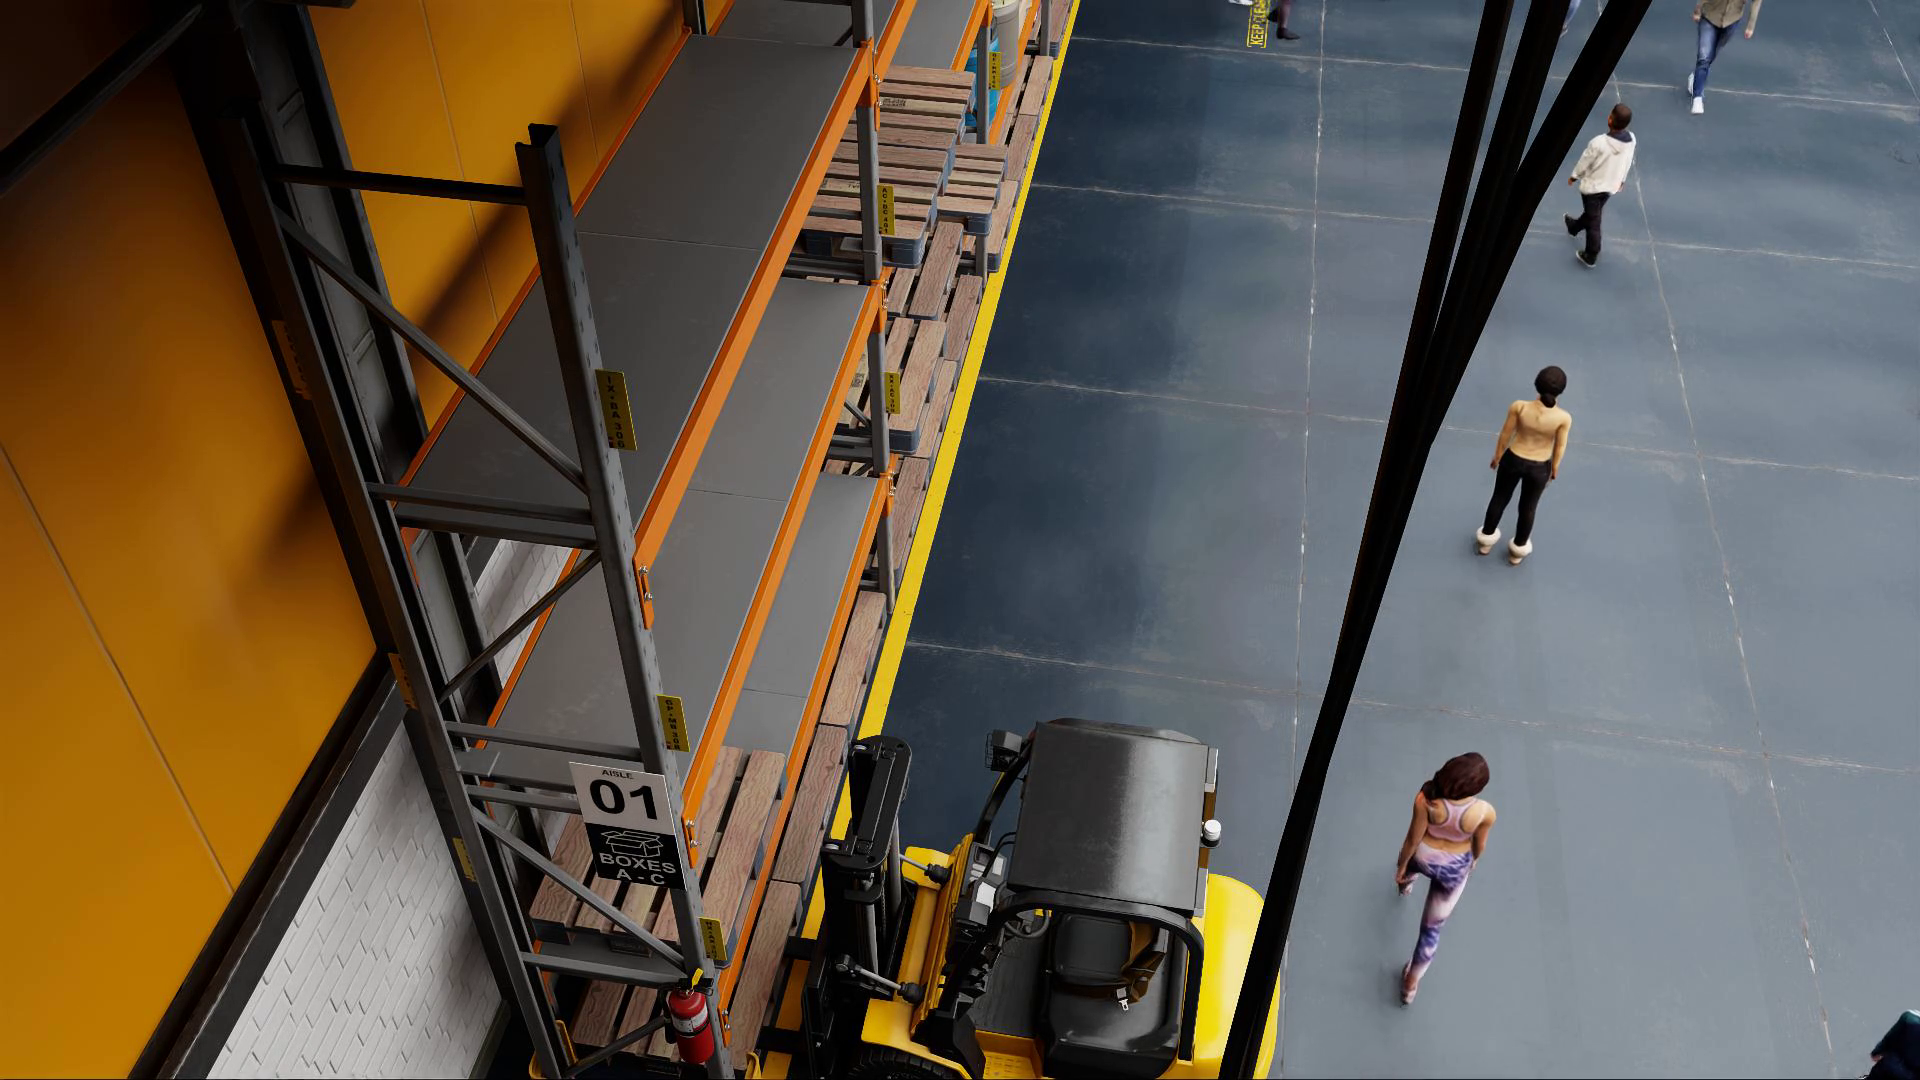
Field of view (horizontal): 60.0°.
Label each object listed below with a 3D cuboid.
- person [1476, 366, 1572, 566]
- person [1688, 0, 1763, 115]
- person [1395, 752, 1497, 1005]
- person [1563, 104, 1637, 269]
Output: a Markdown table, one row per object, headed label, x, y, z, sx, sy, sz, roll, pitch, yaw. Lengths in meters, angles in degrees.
| label | x | y | z | sx | sy | sz | roll | pitch | yaw |
| --- | --- | --- | --- | --- | --- | --- | --- | --- | --- |
| person | 3.934 | -0.525 | 11.560 | 0.655 | 1.658 | 0.635 | 19 | 47 | 19 |
| person | 7.459 | -5.145 | 16.301 | 0.754 | 1.809 | 1.207 | 9 | 44 | 10 |
| person | 2.587 | 1.851 | 9.028 | 0.694 | 1.711 | 1.211 | 12 | 45 | 13 |
| person | 5.560 | -3.021 | 14.354 | 0.839 | 1.418 | 1.017 | -11 | 45 | -12 |
